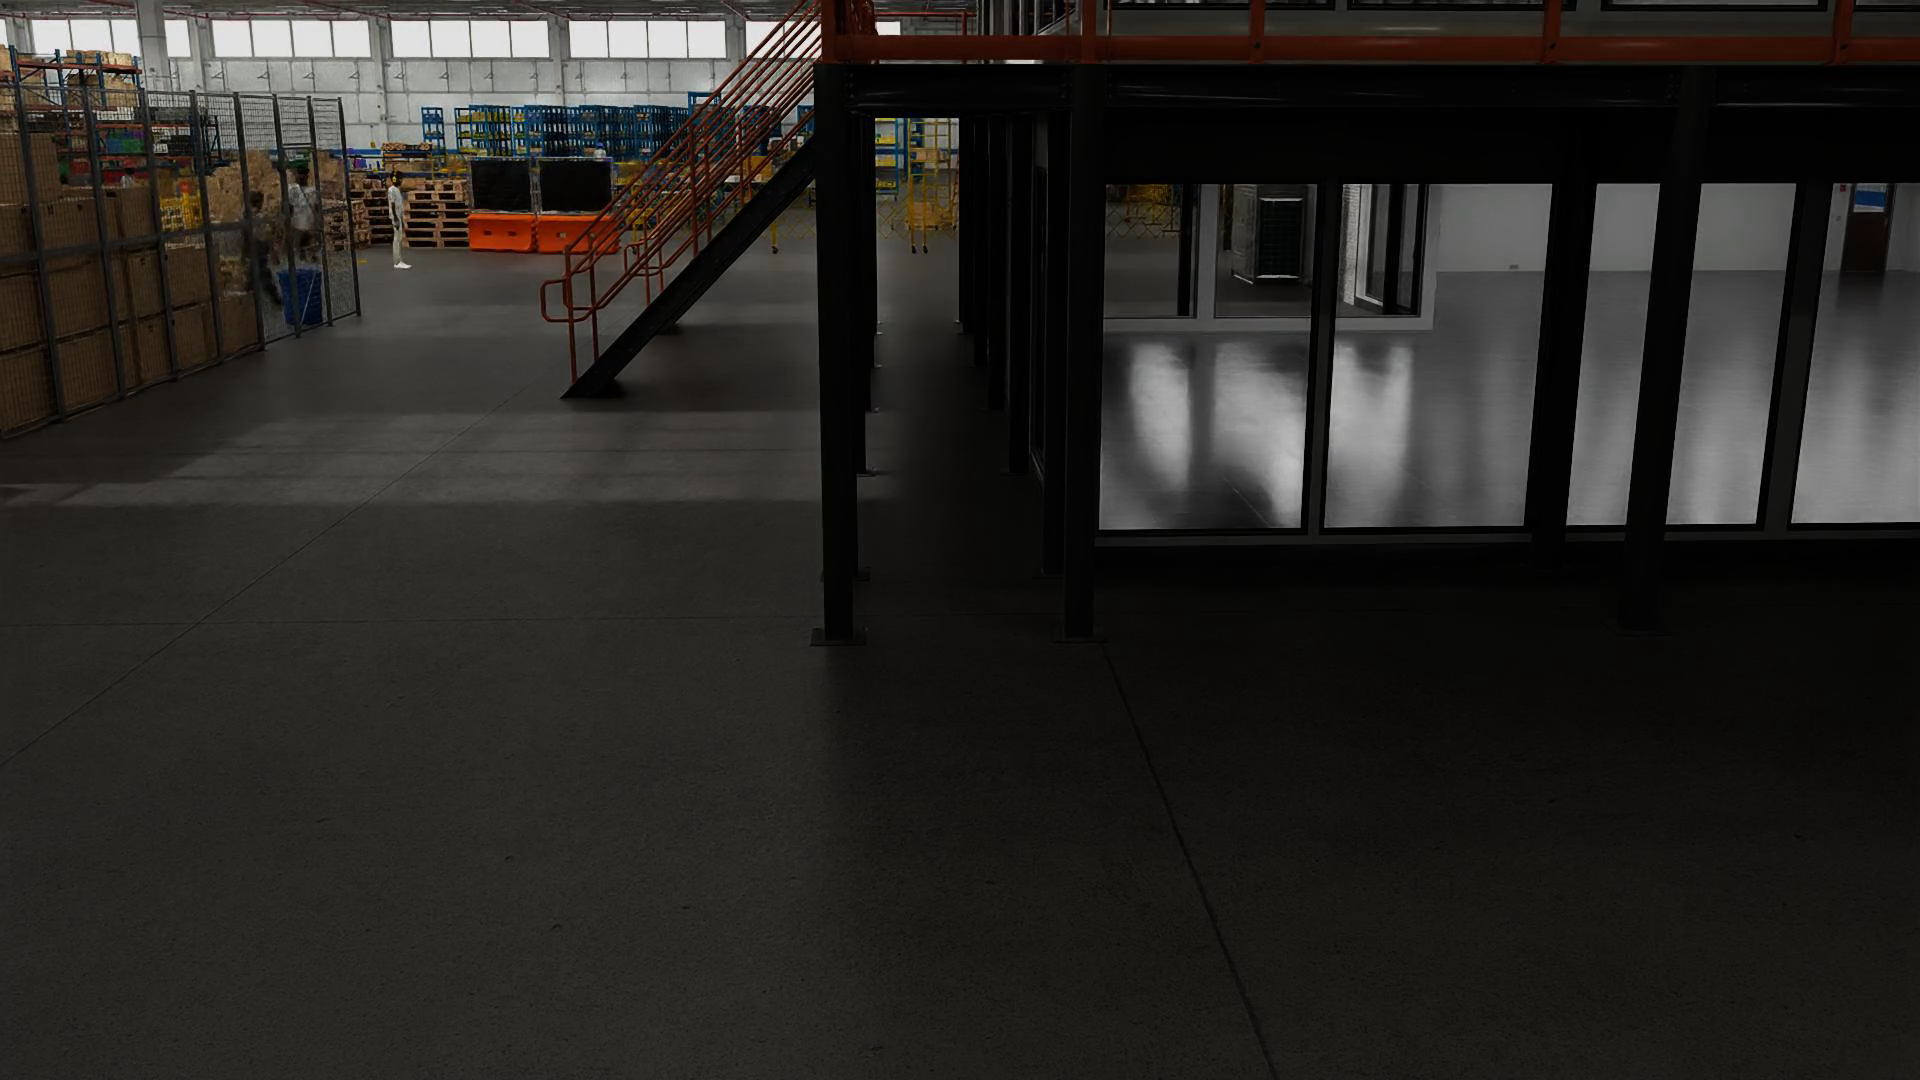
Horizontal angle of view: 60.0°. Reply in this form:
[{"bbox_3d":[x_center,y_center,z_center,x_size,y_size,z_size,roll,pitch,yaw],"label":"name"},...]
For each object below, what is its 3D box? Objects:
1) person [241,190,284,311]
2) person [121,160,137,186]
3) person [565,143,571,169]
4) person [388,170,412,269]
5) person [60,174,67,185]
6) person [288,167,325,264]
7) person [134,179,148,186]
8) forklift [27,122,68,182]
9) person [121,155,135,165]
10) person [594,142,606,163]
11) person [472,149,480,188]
[{"bbox_3d":[-10.277,-4.213,24.369,0.532,1.794,0.986,9,17,32],"label":"person"},{"bbox_3d":[-18.958,-7.730,38.143,0.360,1.938,0.545,-1,14,-6],"label":"person"},{"bbox_3d":[-19.955,-19.196,84.274,0.919,1.791,0.606,-3,14,-12],"label":"person"},{"bbox_3d":[-10.824,-6.173,32.059,0.329,1.869,0.511,-2,14,-9],"label":"person"},{"bbox_3d":[-16.540,-5.884,30.982,0.507,1.825,0.561,13,19,42],"label":"person"},{"bbox_3d":[-13.022,-6.466,33.152,1.066,1.909,0.617,12,19,40],"label":"person"},{"bbox_3d":[-15.503,-5.980,31.604,0.920,1.715,0.532,-2,14,-7],"label":"person"},{"bbox_3d":[-35.376,-14.773,64.377,1.129,2.768,1.873,-1,14,-2],"label":"forklift"},{"bbox_3d":[-40.514,-18.440,80.903,0.611,1.947,0.977,-1,14,-3],"label":"person"},{"bbox_3d":[-16.025,-16.750,74.177,0.615,1.943,0.409,5,15,18],"label":"person"},{"bbox_3d":[-20.050,-15.226,68.497,0.738,1.742,0.529,-3,14,-13],"label":"person"}]
